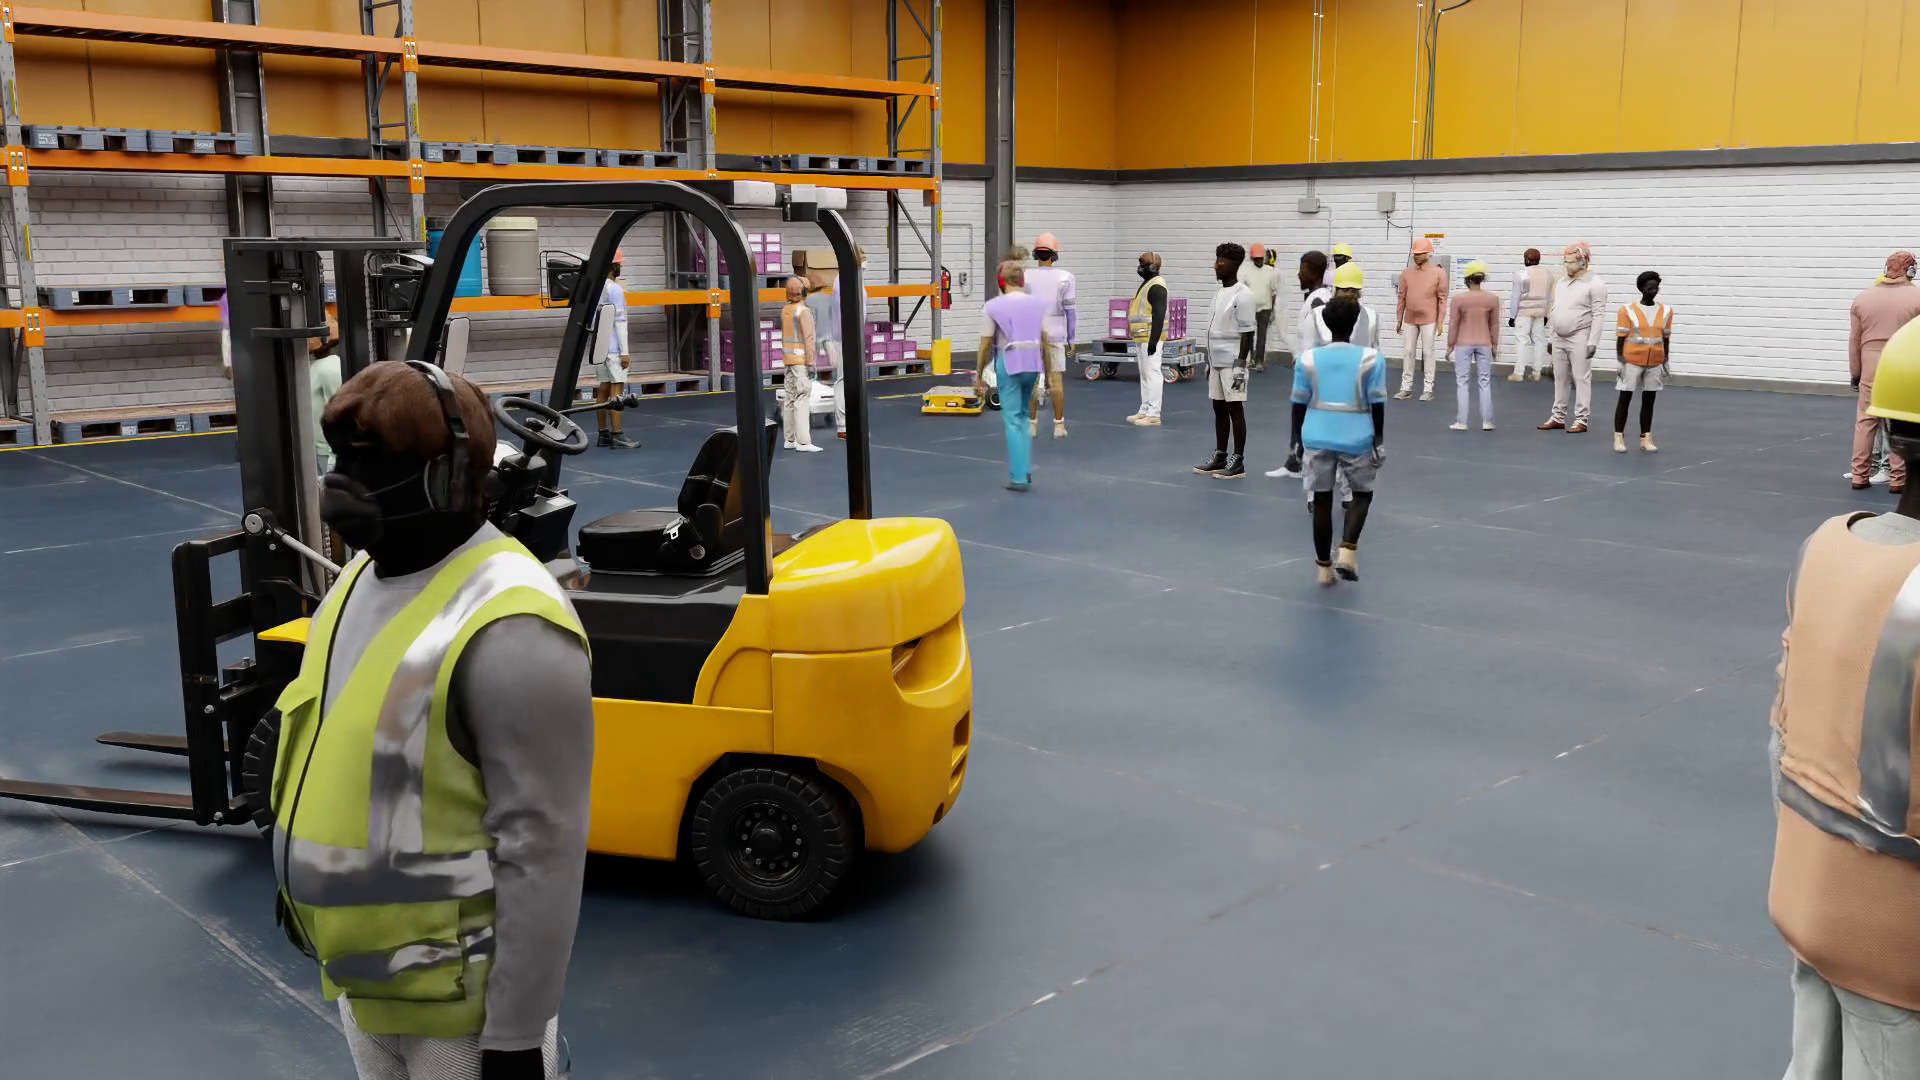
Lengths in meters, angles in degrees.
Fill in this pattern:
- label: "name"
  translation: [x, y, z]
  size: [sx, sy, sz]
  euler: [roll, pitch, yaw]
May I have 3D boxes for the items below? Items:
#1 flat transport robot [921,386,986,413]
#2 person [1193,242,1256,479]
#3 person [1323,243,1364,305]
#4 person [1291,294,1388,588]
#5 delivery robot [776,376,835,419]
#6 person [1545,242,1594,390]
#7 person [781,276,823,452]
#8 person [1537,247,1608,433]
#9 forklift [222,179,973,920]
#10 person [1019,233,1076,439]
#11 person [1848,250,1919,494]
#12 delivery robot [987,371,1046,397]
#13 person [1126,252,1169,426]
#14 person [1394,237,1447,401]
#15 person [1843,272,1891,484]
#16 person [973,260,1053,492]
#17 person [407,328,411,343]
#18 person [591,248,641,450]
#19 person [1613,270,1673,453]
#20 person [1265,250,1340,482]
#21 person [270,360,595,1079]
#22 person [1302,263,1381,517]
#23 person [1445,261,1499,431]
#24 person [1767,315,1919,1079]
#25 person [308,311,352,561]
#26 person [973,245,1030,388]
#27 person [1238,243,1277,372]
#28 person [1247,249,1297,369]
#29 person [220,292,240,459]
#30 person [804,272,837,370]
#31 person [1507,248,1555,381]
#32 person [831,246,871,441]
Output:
- label: "flat transport robot"
  translation: [-0.040, -1.636, 19.295]
  size: [0.652, 0.197, 1.431]
  euler: [1, 10, 6]
- label: "person"
  translation: [2.230, -1.498, 13.913]
  size: [0.367, 1.966, 0.606]
  euler: [-4, 11, -20]
- label: "person"
  translation: [4.696, -2.702, 20.615]
  size: [0.584, 1.919, 0.381]
  euler: [3, 11, 18]
- label: "person"
  translation: [2.162, -0.555, 9.515]
  size: [0.554, 1.684, 0.366]
  euler: [4, 11, 22]
- label: "delivery robot"
  translation: [-1.552, -1.479, 17.408]
  size: [0.707, 0.478, 0.477]
  euler: [-5, 12, -28]
- label: "person"
  translation: [8.044, -2.927, 21.811]
  size: [0.421, 1.924, 0.570]
  euler: [1, 10, 7]
- label: "person"
  translation: [-1.508, -1.644, 15.586]
  size: [0.305, 1.645, 0.522]
  euler: [-7, 12, -32]
- label: "person"
  translation: [6.296, -2.053, 17.123]
  size: [0.406, 1.902, 0.636]
  euler: [-5, 12, -27]
- label: "forklift"
  translation: [-1.114, -0.058, 5.440]
  size: [2.313, 2.155, 1.214]
  euler: [2, 11, 13]
- label: "person"
  translation: [0.844, -2.023, 16.568]
  size: [0.615, 2.041, 0.388]
  euler: [1, 10, 4]
- label: "person"
  translation: [7.349, -1.319, 13.115]
  size: [0.407, 1.904, 0.639]
  euler: [-8, 13, -36]
- label: "delivery robot"
  translation: [0.680, -1.846, 19.407]
  size: [0.707, 0.478, 0.477]
  euler: [1, 10, 5]
- label: "person"
  translation: [2.006, -2.148, 17.794]
  size: [0.429, 1.846, 0.628]
  euler: [-1, 10, -7]
- label: "person"
  translation: [5.637, -2.698, 20.388]
  size: [0.619, 1.990, 0.395]
  euler: [8, 13, 38]
- label: "person"
  translation: [7.551, -1.332, 13.618]
  size: [0.297, 1.744, 0.484]
  euler: [0, 10, 0]
- label: "person"
  translation: [0.404, -1.302, 13.241]
  size: [0.585, 1.816, 0.649]
  euler: [-7, 12, -33]
- label: "person"
  translation: [-4.492, -1.270, 13.001]
  size: [0.505, 1.847, 0.344]
  euler: [0, 10, 1]
- label: "person"
  translation: [-3.293, -1.829, 15.783]
  size: [0.343, 1.942, 0.552]
  euler: [-9, 13, -39]
- label: "person"
  translation: [6.355, -1.654, 15.502]
  size: [0.538, 1.696, 0.317]
  euler: [0, 10, -1]
- label: "person"
  translation: [2.937, -1.427, 13.722]
  size: [0.658, 1.914, 0.611]
  euler: [2, 11, 10]
- label: "person"
  translation: [-0.802, 0.650, 2.538]
  size: [0.429, 1.846, 0.626]
  euler: [-9, 14, -42]
- label: "person"
  translation: [2.742, -1.069, 11.951]
  size: [0.601, 1.827, 0.403]
  euler: [-1, 10, -8]
- label: "person"
  translation: [5.353, -2.002, 17.264]
  size: [0.623, 1.754, 0.310]
  euler: [0, 10, -1]
- label: "person"
  translation: [1.439, 0.604, 2.546]
  size: [0.352, 1.929, 0.594]
  euler: [0, 10, 2]
- label: "person"
  translation: [-3.493, -0.466, 9.195]
  size: [0.286, 1.633, 0.504]
  euler: [-5, 12, -27]
- label: "person"
  translation: [0.594, -2.705, 20.672]
  size: [0.792, 1.910, 0.643]
  euler: [1, 10, 3]
- label: "person"
  translation: [4.436, -3.498, 25.009]
  size: [0.624, 1.913, 1.103]
  euler: [1, 10, 4]
- label: "person"
  translation: [4.814, -3.493, 25.223]
  size: [0.910, 1.827, 0.505]
  euler: [0, 10, -2]
- label: "person"
  translation: [-6.440, -1.690, 15.233]
  size: [0.552, 1.882, 1.050]
  euler: [1, 10, 6]
- label: "person"
  translation: [-1.647, -2.494, 20.394]
  size: [0.858, 1.590, 0.513]
  euler: [8, 13, 37]
- label: "person"
  translation: [7.911, -3.126, 23.133]
  size: [0.626, 1.846, 0.429]
  euler: [-3, 11, -14]
- label: "person"
  translation: [-1.076, -1.943, 16.418]
  size: [0.378, 1.940, 0.628]
  euler: [1, 10, 8]
